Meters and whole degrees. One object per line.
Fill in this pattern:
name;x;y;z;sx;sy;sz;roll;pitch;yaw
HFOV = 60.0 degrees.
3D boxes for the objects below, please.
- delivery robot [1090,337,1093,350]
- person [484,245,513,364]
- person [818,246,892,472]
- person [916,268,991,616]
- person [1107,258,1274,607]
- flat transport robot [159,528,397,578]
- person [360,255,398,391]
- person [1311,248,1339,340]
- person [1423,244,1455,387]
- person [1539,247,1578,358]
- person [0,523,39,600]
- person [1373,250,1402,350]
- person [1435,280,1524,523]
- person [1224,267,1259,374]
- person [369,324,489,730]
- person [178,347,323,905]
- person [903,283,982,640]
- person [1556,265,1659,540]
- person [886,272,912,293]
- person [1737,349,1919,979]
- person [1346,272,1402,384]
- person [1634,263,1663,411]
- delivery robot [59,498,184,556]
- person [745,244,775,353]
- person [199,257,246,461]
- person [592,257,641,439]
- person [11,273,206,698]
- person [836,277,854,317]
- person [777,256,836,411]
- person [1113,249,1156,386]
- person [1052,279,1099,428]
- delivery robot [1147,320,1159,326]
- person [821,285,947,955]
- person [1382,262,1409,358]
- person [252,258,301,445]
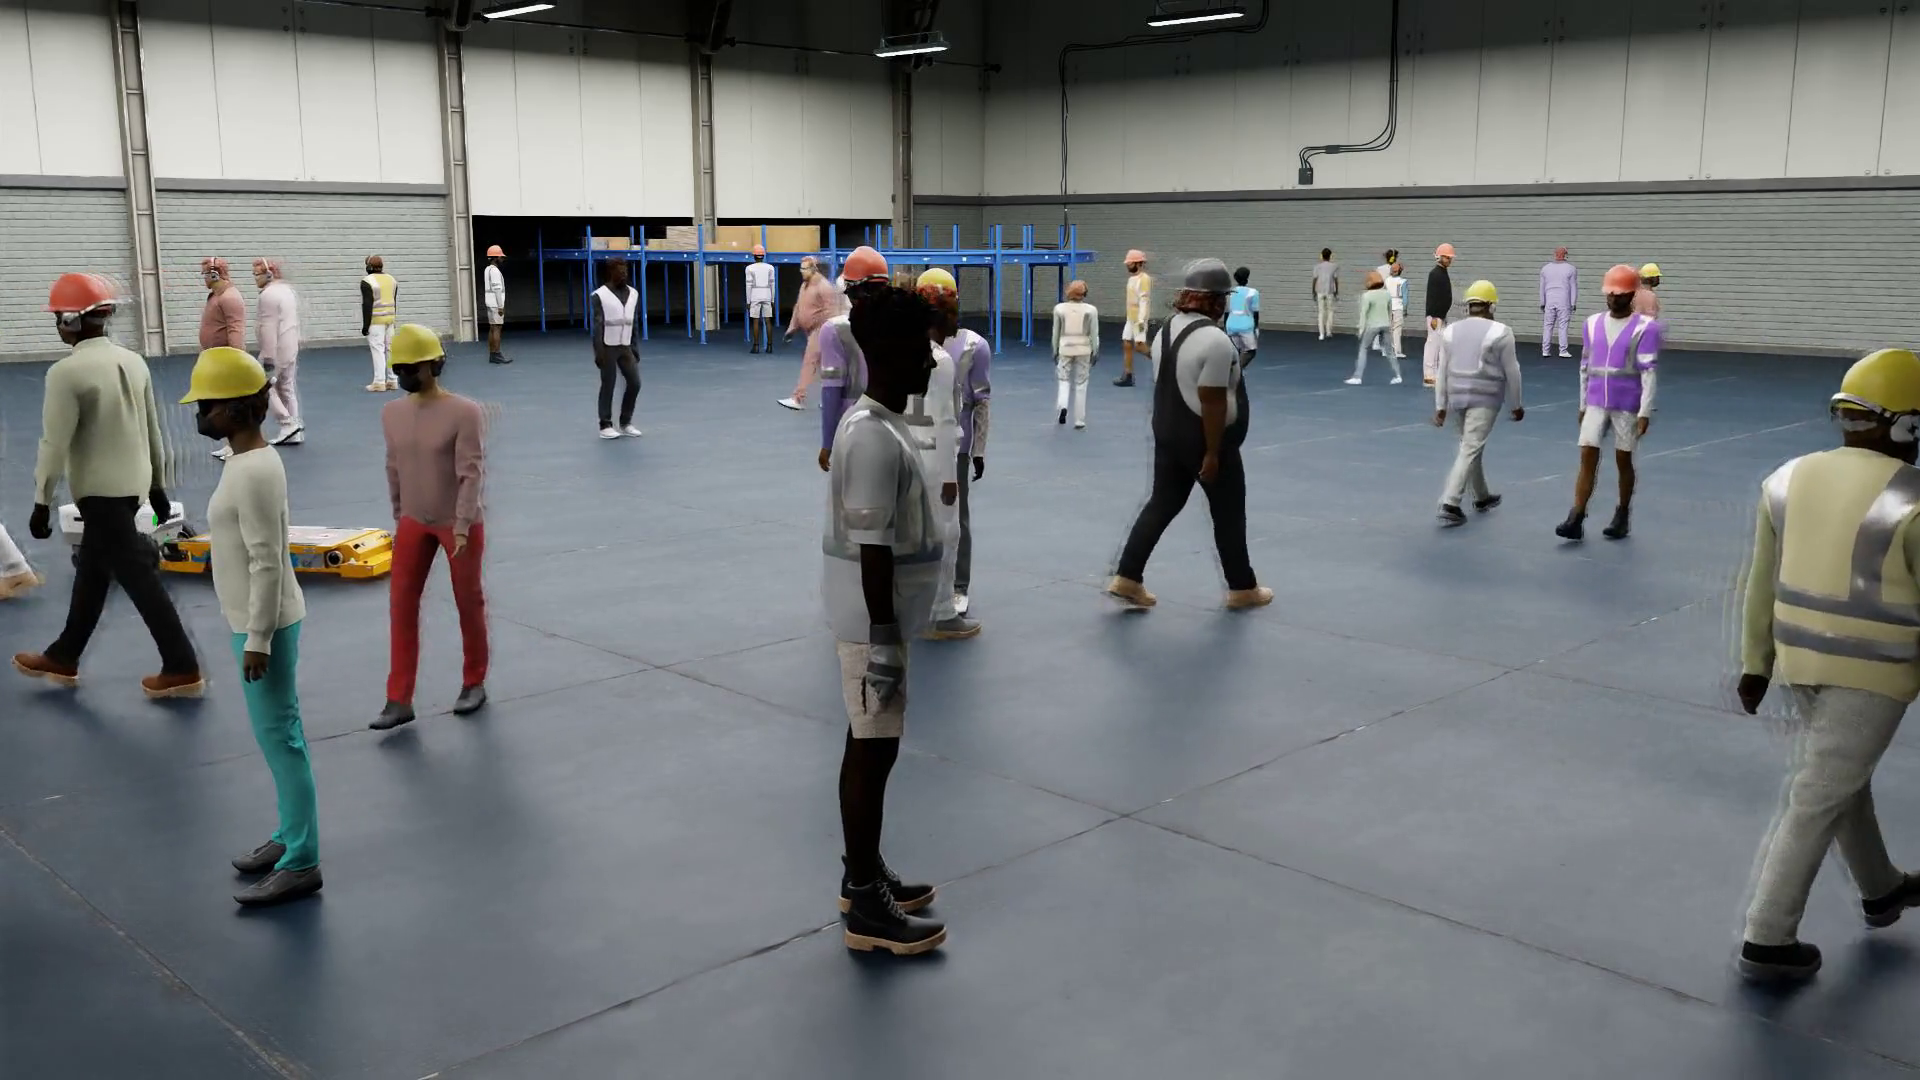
delivery robot;2.020;-3.303;27.955;0.477;0.478;0.707;6;12;30
person;-7.710;-3.922;27.693;0.360;1.939;0.543;-6;12;-31
person;-0.513;-0.596;9.259;0.608;2.048;0.369;-6;12;-31
person;-0.122;-0.544;9.298;0.585;1.929;0.371;4;11;20
person;1.298;-0.599;9.412;0.999;2.000;0.690;-5;12;-27
flat transport robot;-4.272;0.062;10.635;1.431;0.197;0.652;1;10;8
person;-7.962;-2.968;22.756;0.430;1.845;0.620;4;11;22
person;7.465;-5.039;34.036;0.544;1.842;0.774;2;11;13
person;6.742;-3.160;23.394;0.392;1.991;0.612;6;12;28
person;10.398;-4.122;28.871;0.651;1.907;0.409;8;13;38
person;-5.788;-0.496;9.399;0.952;1.802;0.619;-7;12;-33
person;7.945;-4.456;30.868;0.765;1.836;0.552;-8;13;-37
person;3.842;-1.035;12.406;0.987;1.783;0.582;-8;13;-37
person;3.818;-2.880;22.677;0.552;1.683;0.415;7;13;35
person;-2.290;-0.051;7.152;0.526;1.733;0.781;2;11;12
person;-2.261;0.269;5.314;0.321;1.766;0.535;-4;11;-22
person;-0.187;-0.401;8.688;0.549;1.866;0.595;-4;11;-20
person;4.497;-0.937;11.504;0.568;1.899;0.814;10;14;43
person;-0.498;-1.452;14.645;0.985;1.791;0.527;0;10;-1
person;2.629;0.353;4.781;0.925;1.783;0.591;-4;11;-19
person;5.926;-3.018;23.740;0.683;1.594;0.468;-4;11;-19
person;8.323;-2.462;20.194;0.309;1.772;0.525;0;10;1
delivery robot;-5.360;-0.127;10.633;0.707;0.478;0.477;1;11;8
person;-3.607;-4.351;30.022;0.545;1.942;0.352;-4;11;-22
person;-6.945;-1.703;15.695;0.402;1.902;0.652;-7;12;-33
person;-3.597;-2.007;17.414;0.459;1.889;0.606;7;13;35
person;-3.958;-0.240;7.614;1.017;1.939;0.641;1;10;6
person;-1.322;-2.771;21.444;0.617;1.925;0.550;2;11;11
person;-1.834;-2.497;20.159;0.989;1.852;0.658;-5;12;-26
person;2.554;-3.131;23.452;0.723;1.916;0.556;-5;11;-24
person;1.261;-2.034;18.234;0.531;1.627;0.414;2;11;13
delivery robot;3.766;-4.454;33.522;0.335;0.223;0.698;-5;11;-23
person;-0.232;0.226;4.997;0.369;1.965;0.608;-1;10;-3
person;7.530;-3.979;28.821;0.306;1.640;0.522;-9;14;-41
person;-6.881;-1.878;16.690;0.431;1.881;0.689;-1;10;-3
